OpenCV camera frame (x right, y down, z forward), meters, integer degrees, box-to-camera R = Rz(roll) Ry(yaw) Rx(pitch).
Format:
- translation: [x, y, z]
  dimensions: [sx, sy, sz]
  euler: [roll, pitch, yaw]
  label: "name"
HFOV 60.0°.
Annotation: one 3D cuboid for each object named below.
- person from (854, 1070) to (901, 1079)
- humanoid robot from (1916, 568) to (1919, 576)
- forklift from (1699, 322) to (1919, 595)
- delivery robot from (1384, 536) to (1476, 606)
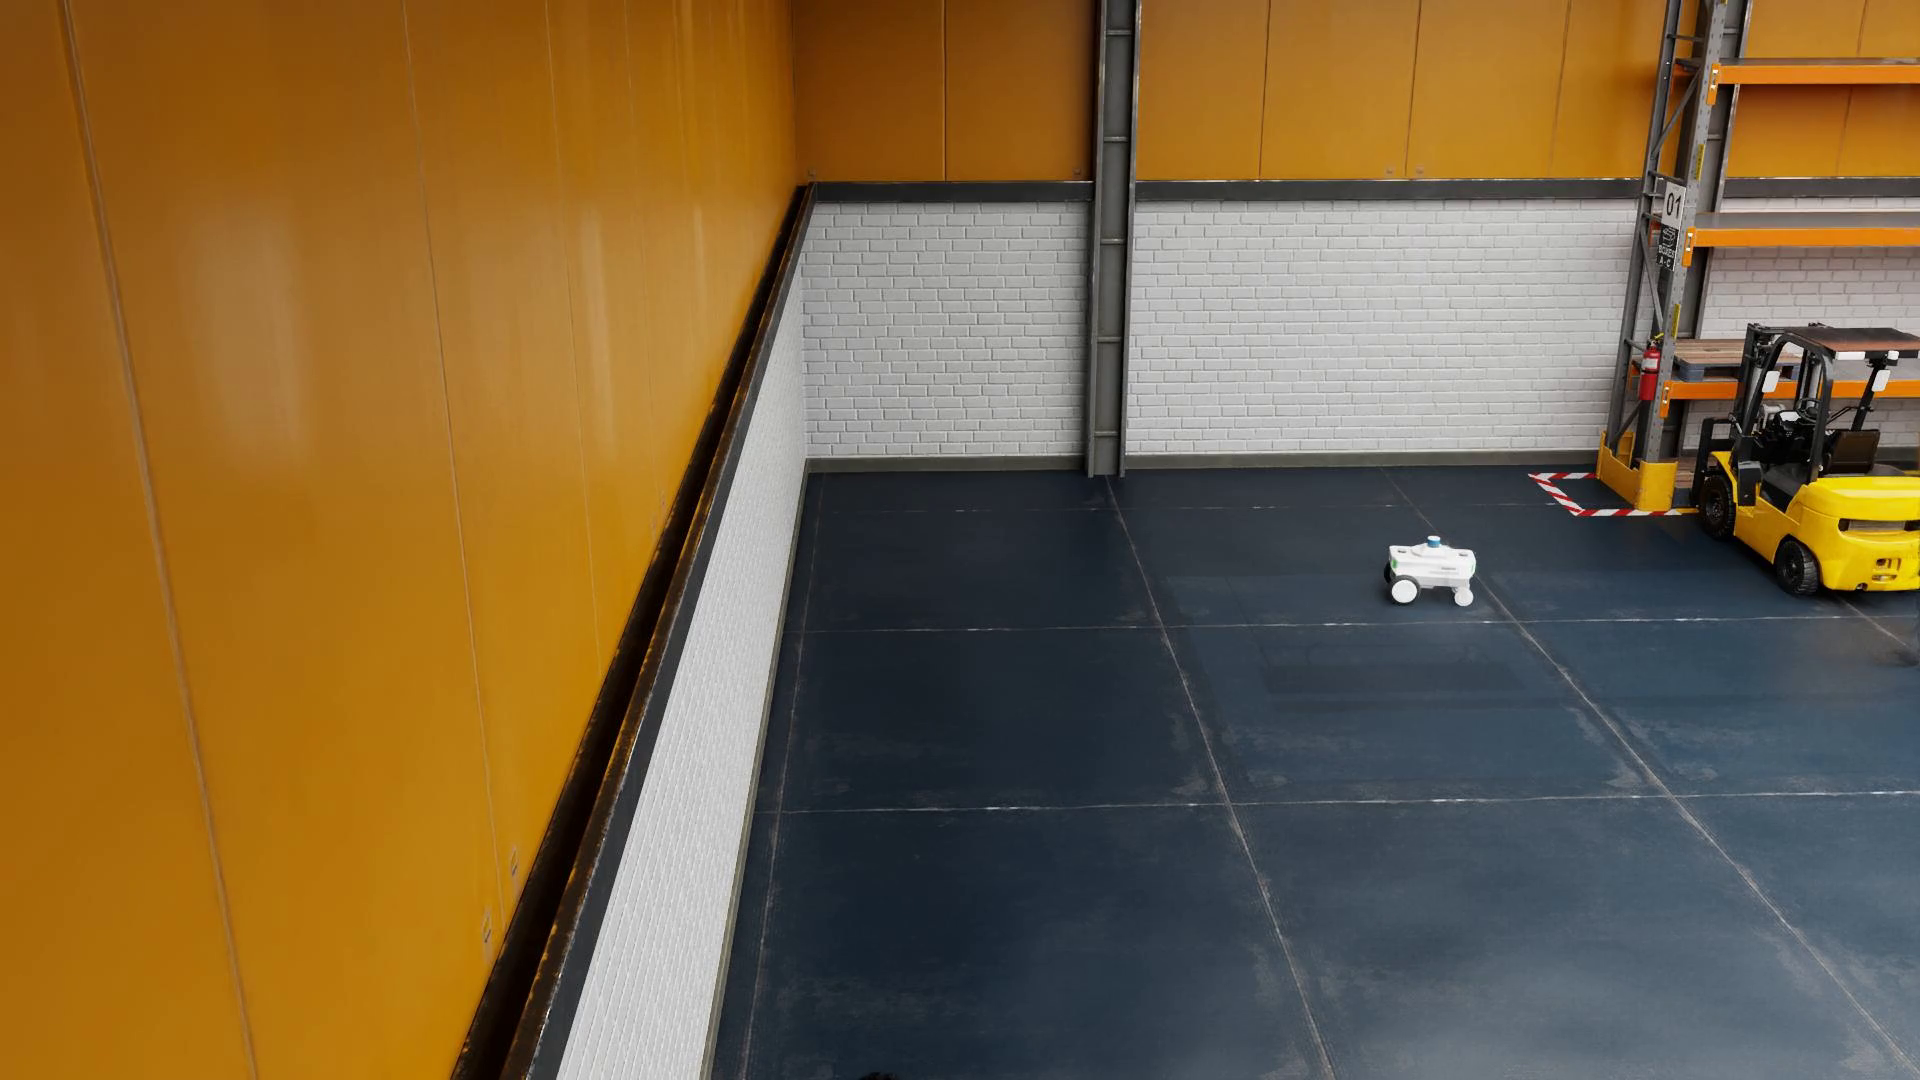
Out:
- translation: [-0.280, 2.699, 6.176]
  dimensions: [0.318, 1.696, 0.534]
  euler: [-7, 21, -18]
  label: "person"
- translation: [7.928, 0.153, 13.124]
  dimensions: [0.598, 1.623, 0.671]
  euler: [12, 23, 30]
  label: "humanoid robot"
- translation: [7.809, -0.792, 14.926]
  dimensions: [1.214, 2.155, 2.313]
  euler: [-1, 20, -2]
  label: "forklift"
- translation: [4.070, 0.262, 14.431]
  dimensions: [0.795, 0.596, 0.499]
  euler: [3, 21, 9]
  label: "delivery robot"
